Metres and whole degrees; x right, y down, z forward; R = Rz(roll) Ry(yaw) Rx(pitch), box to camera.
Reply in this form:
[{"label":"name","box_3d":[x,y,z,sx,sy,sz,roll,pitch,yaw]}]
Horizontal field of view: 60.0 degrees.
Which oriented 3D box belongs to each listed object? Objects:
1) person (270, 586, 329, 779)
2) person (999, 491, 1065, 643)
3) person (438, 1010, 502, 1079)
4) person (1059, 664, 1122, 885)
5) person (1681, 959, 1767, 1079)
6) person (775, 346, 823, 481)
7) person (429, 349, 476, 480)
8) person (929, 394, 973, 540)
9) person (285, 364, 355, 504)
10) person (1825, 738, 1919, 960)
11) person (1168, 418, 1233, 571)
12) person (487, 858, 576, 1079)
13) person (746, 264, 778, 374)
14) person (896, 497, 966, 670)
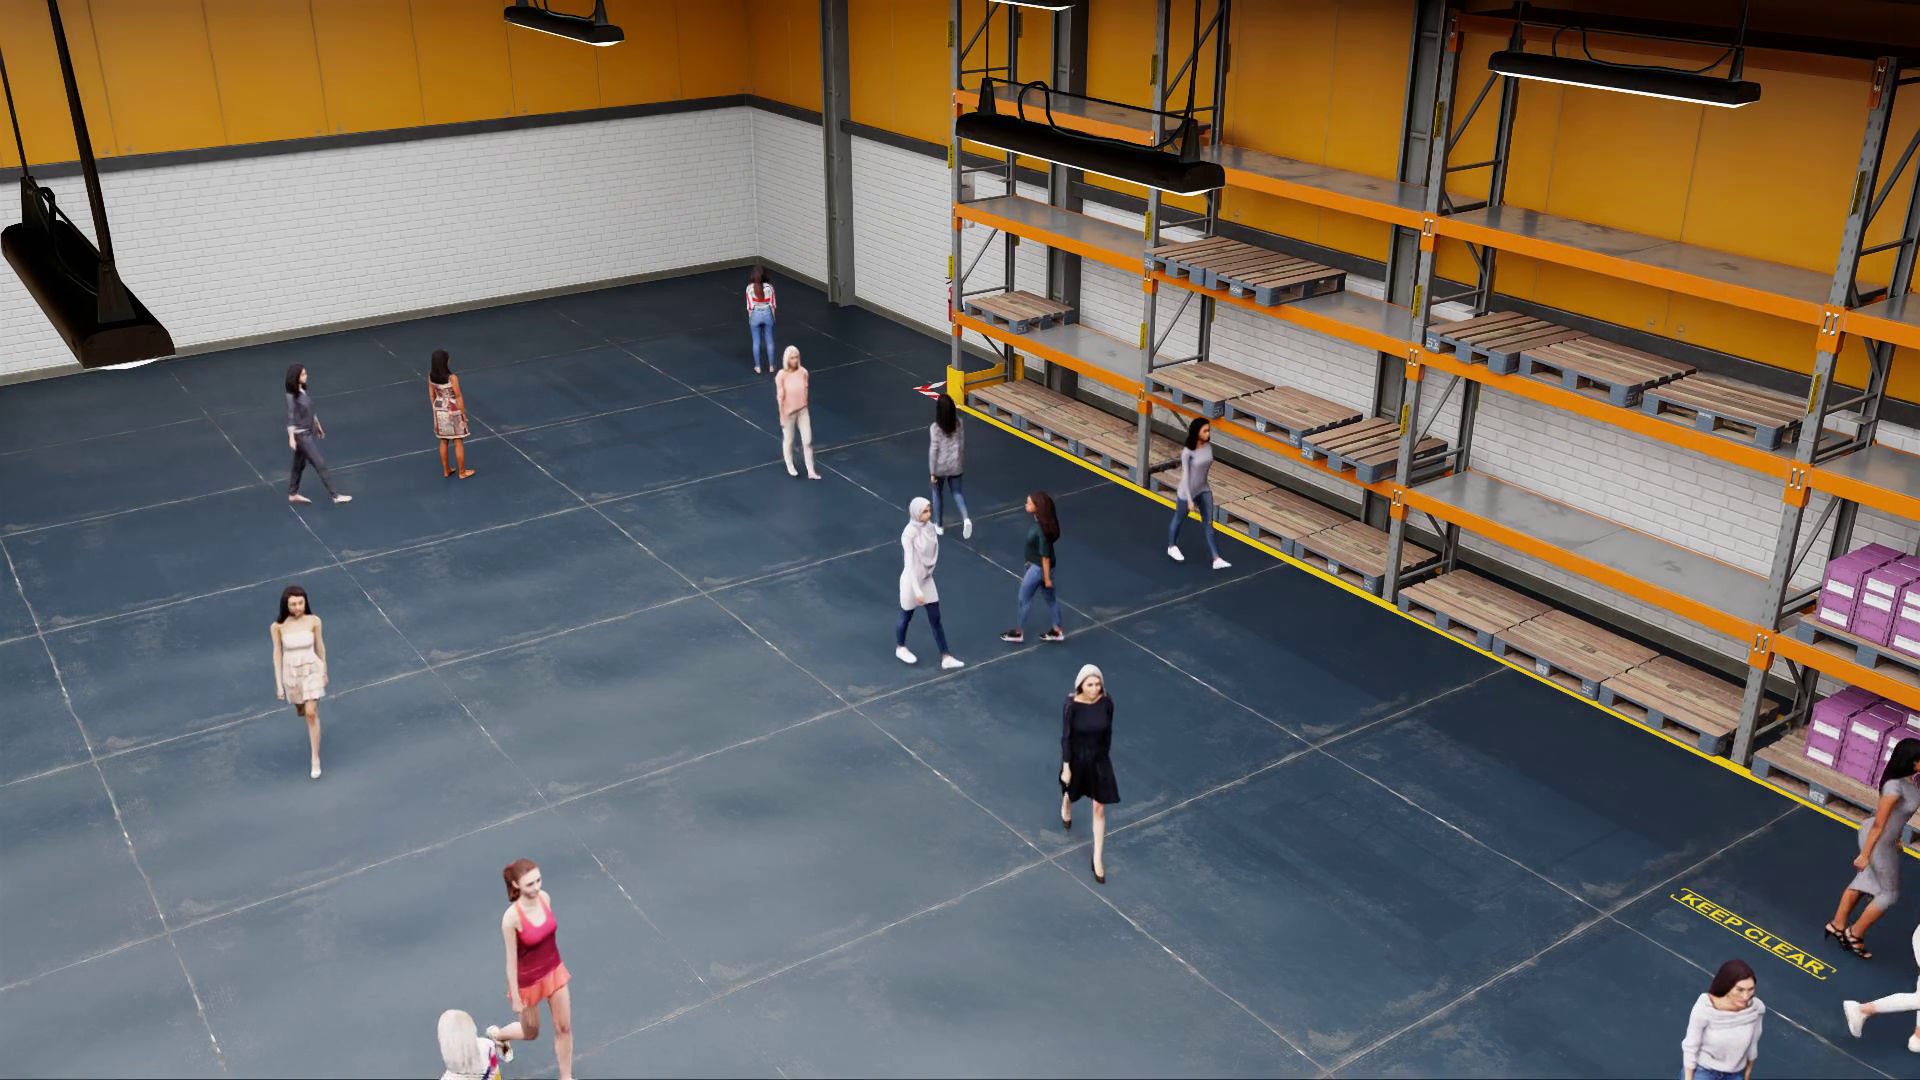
[{"label":"person","box_3d":[-5.631,1.157,14.250,0.761,1.708,1.071,-8,25,-17]},{"label":"person","box_3d":[0.890,0.279,16.401,0.960,1.594,0.916,3,24,7]},{"label":"person","box_3d":[-2.612,3.340,9.147,1.072,1.795,0.954,9,25,19]},{"label":"person","box_3d":[0.951,1.725,12.959,0.889,1.701,1.234,-5,24,-12]},{"label":"person","box_3d":[4.428,3.128,9.843,0.699,1.627,0.727,0,24,1]},{"label":"person","box_3d":[-2.091,-1.596,20.557,0.653,1.701,0.934,-14,27,-29]},{"label":"person","box_3d":[-6.329,-1.565,20.555,0.688,1.645,0.782,7,25,16]},{"label":"person","box_3d":[-0.107,-0.793,18.701,0.719,1.715,1.021,-12,26,-25]},{"label":"person","box_3d":[-7.871,-1.222,19.664,1.046,1.730,1.086,0,24,-1]},{"label":"person","box_3d":[6.443,2.178,11.847,0.740,1.761,0.710,17,29,33]},{"label":"person","box_3d":[2.467,-0.519,18.107,0.637,1.689,1.119,-14,27,-29]},{"label":"person","box_3d":[-2.733,2.760,10.557,1.105,1.730,0.810,15,28,30]},{"label":"person","box_3d":[-2.916,-3.267,24.489,0.662,1.614,0.656,-3,24,-8]},{"label":"person","box_3d":[-0.476,0.412,15.914,1.073,1.740,0.735,22,32,40]}]
